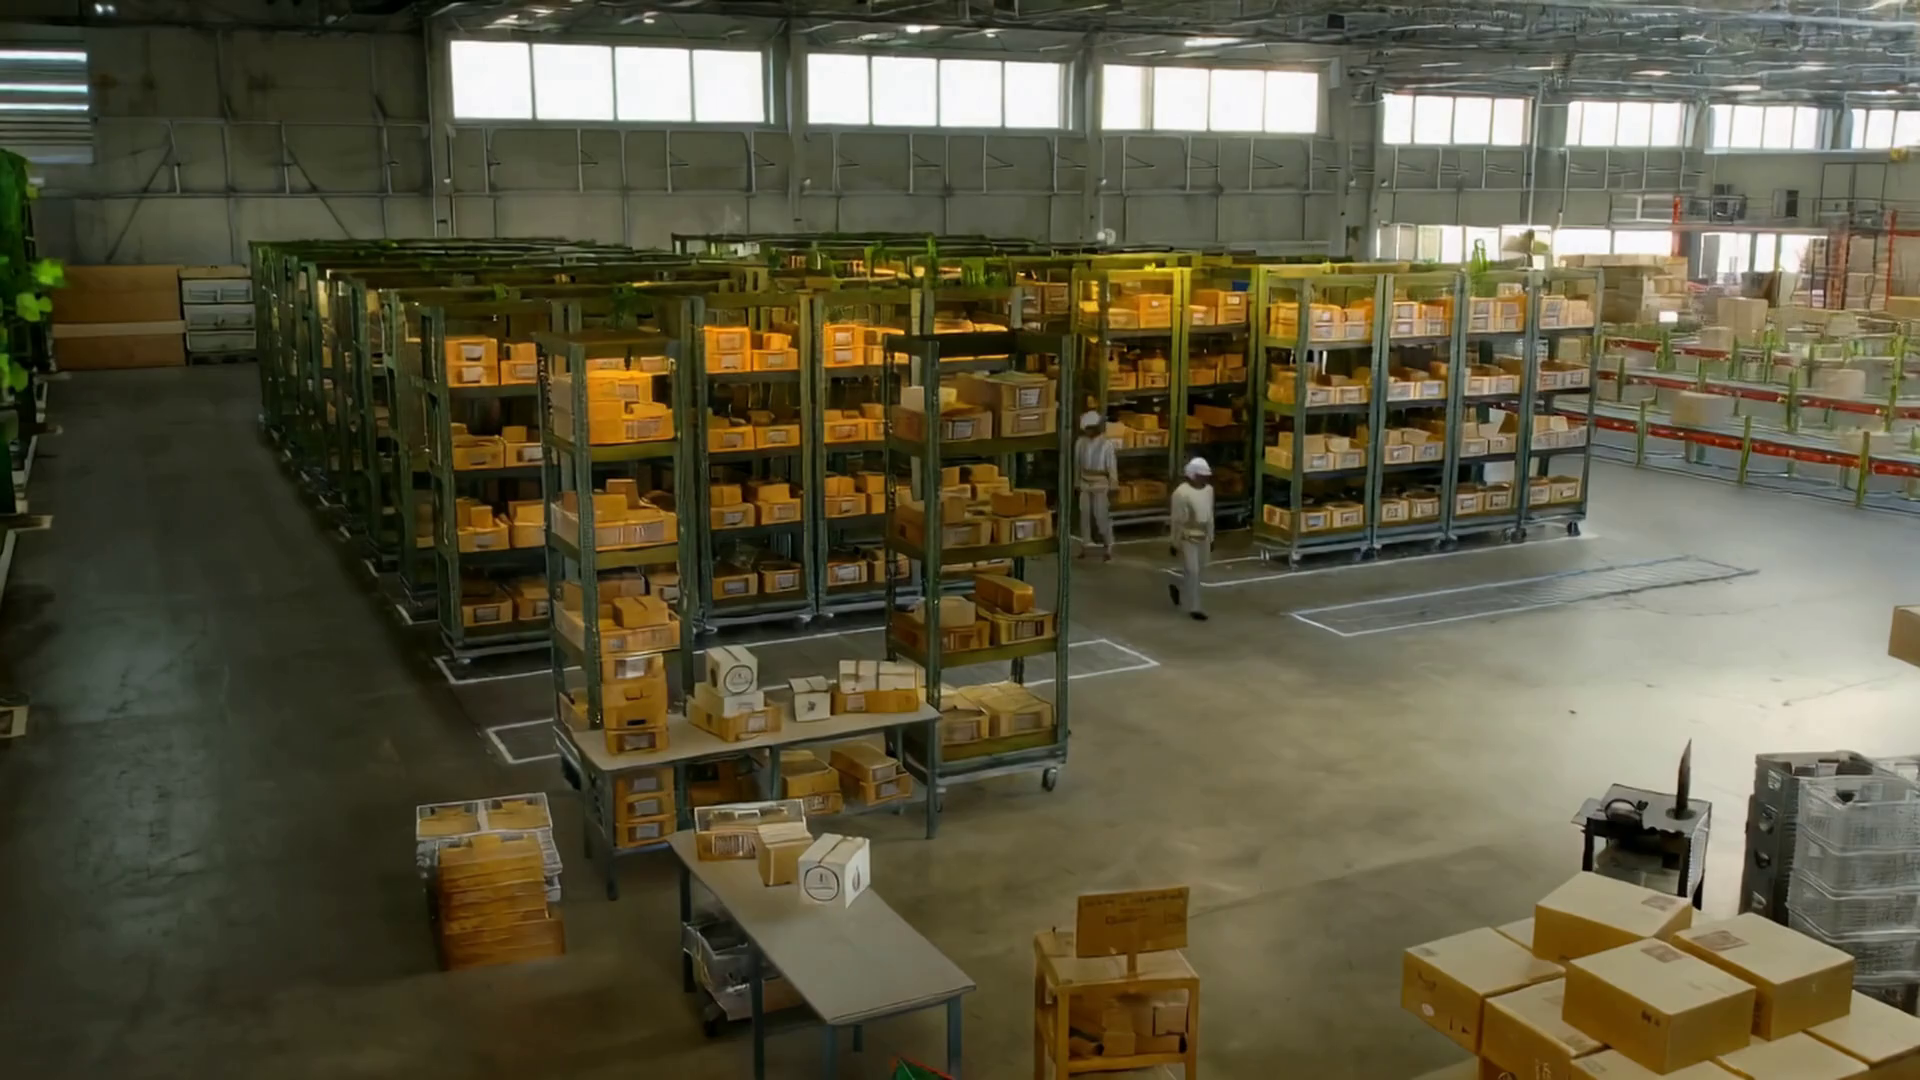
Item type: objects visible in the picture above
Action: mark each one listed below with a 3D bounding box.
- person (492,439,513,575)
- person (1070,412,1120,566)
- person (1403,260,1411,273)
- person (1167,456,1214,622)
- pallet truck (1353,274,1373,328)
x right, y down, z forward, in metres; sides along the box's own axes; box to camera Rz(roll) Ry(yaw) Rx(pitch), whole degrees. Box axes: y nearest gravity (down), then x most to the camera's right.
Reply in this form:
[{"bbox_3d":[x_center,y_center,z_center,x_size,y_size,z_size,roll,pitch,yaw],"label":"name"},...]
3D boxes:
[{"bbox_3d":[-5.480,-0.410,19.887,0.439,1.829,0.605,-8,14,-32],"label":"person"},{"bbox_3d":[1.697,-0.637,20.806,0.686,1.933,0.411,10,15,38],"label":"person"},{"bbox_3d":[16.593,-9.485,62.167,0.638,1.909,0.407,0,12,0],"label":"person"},{"bbox_3d":[2.518,-0.043,18.247,0.600,1.814,0.695,-9,15,-36],"label":"person"},{"bbox_3d":[13.011,-8.050,55.243,0.823,1.965,1.885,-7,14,-28],"label":"pallet truck"}]
